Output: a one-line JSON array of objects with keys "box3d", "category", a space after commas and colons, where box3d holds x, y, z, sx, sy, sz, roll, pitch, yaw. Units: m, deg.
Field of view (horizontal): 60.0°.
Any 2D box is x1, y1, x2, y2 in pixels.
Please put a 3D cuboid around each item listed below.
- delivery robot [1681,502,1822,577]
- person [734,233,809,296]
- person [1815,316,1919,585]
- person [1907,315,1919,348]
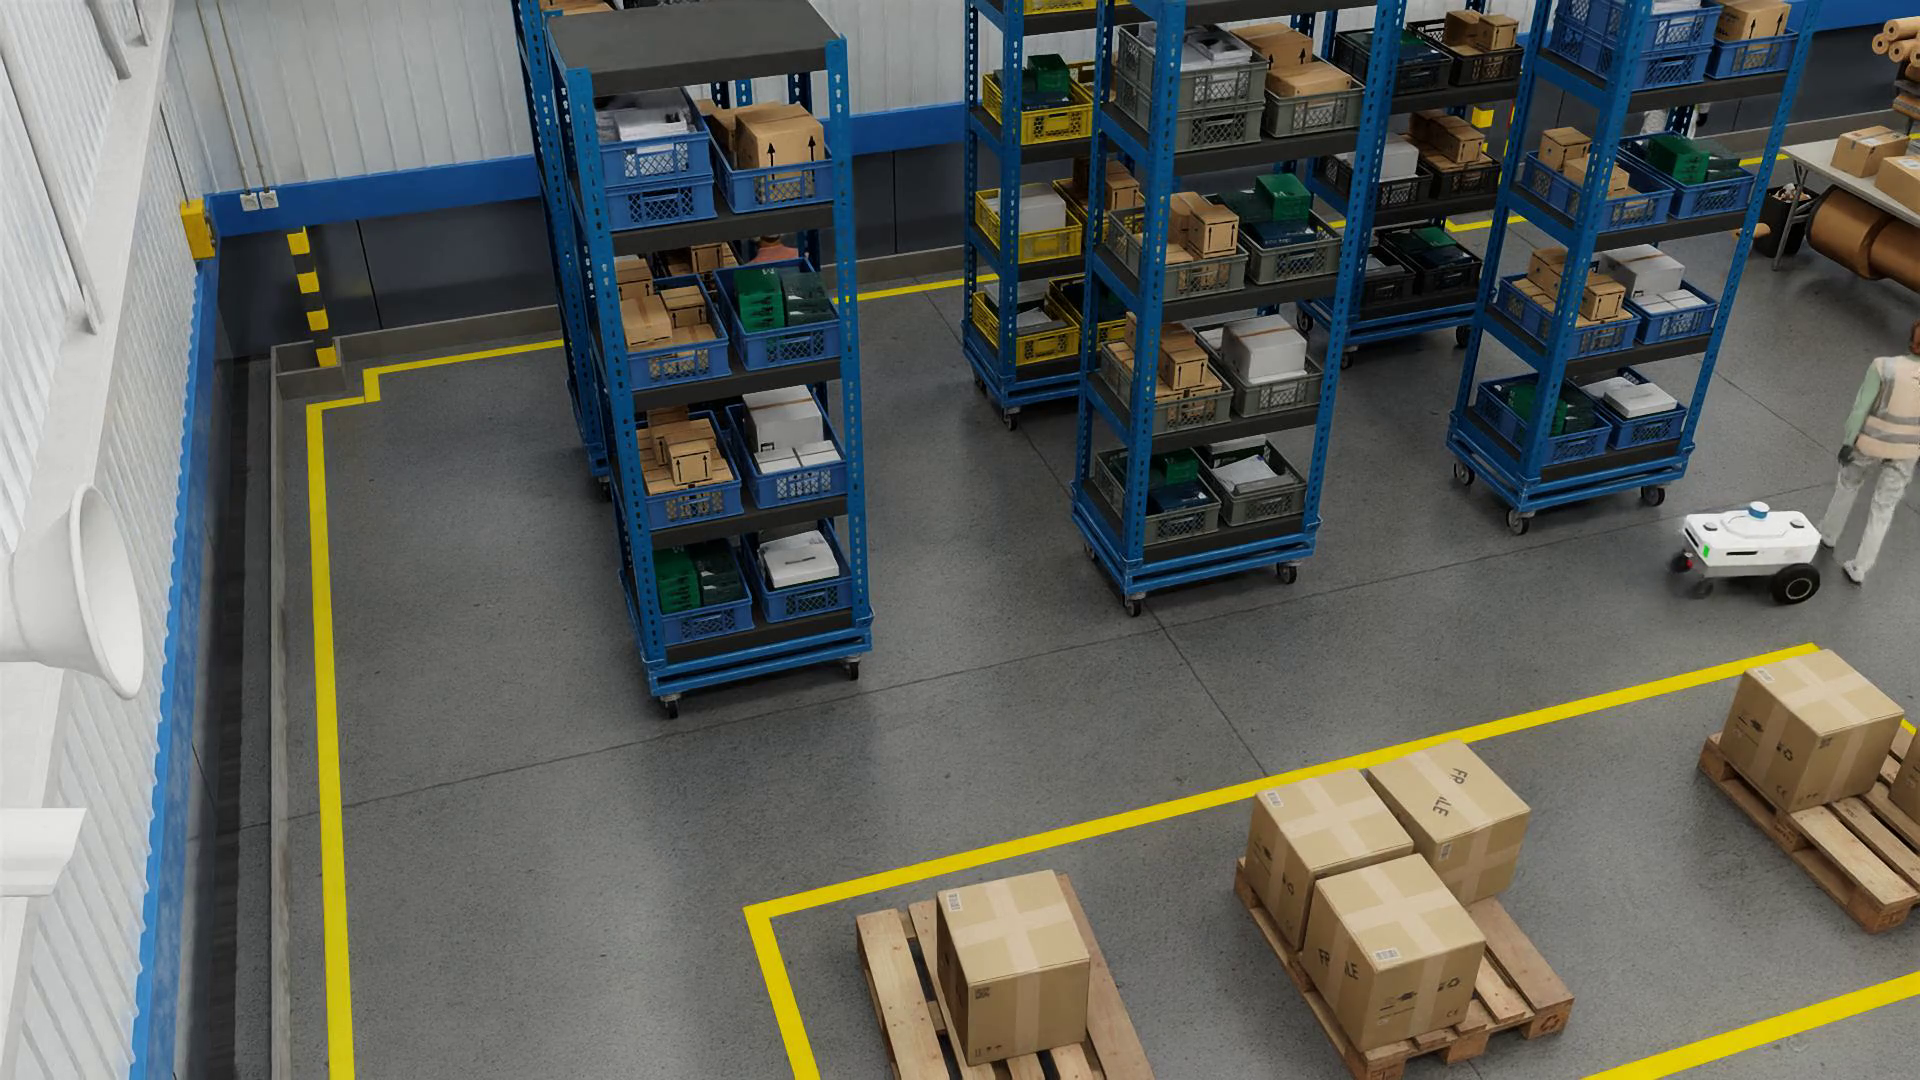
[{"box3d": [4.603, 0.001, 9.707, 0.707, 0.478, 0.477, -2, 35, -2], "category": "delivery robot"}, {"box3d": [-1.134, -1.179, 10.237, 0.626, 1.980, 0.410, -27, 43, -33], "category": "person"}, {"box3d": [5.374, -0.547, 9.647, 0.531, 1.603, 0.722, 10, 37, 14], "category": "person"}, {"box3d": [7.130, -2.114, 11.606, 0.372, 1.930, 0.627, 4, 35, 6], "category": "person"}]
